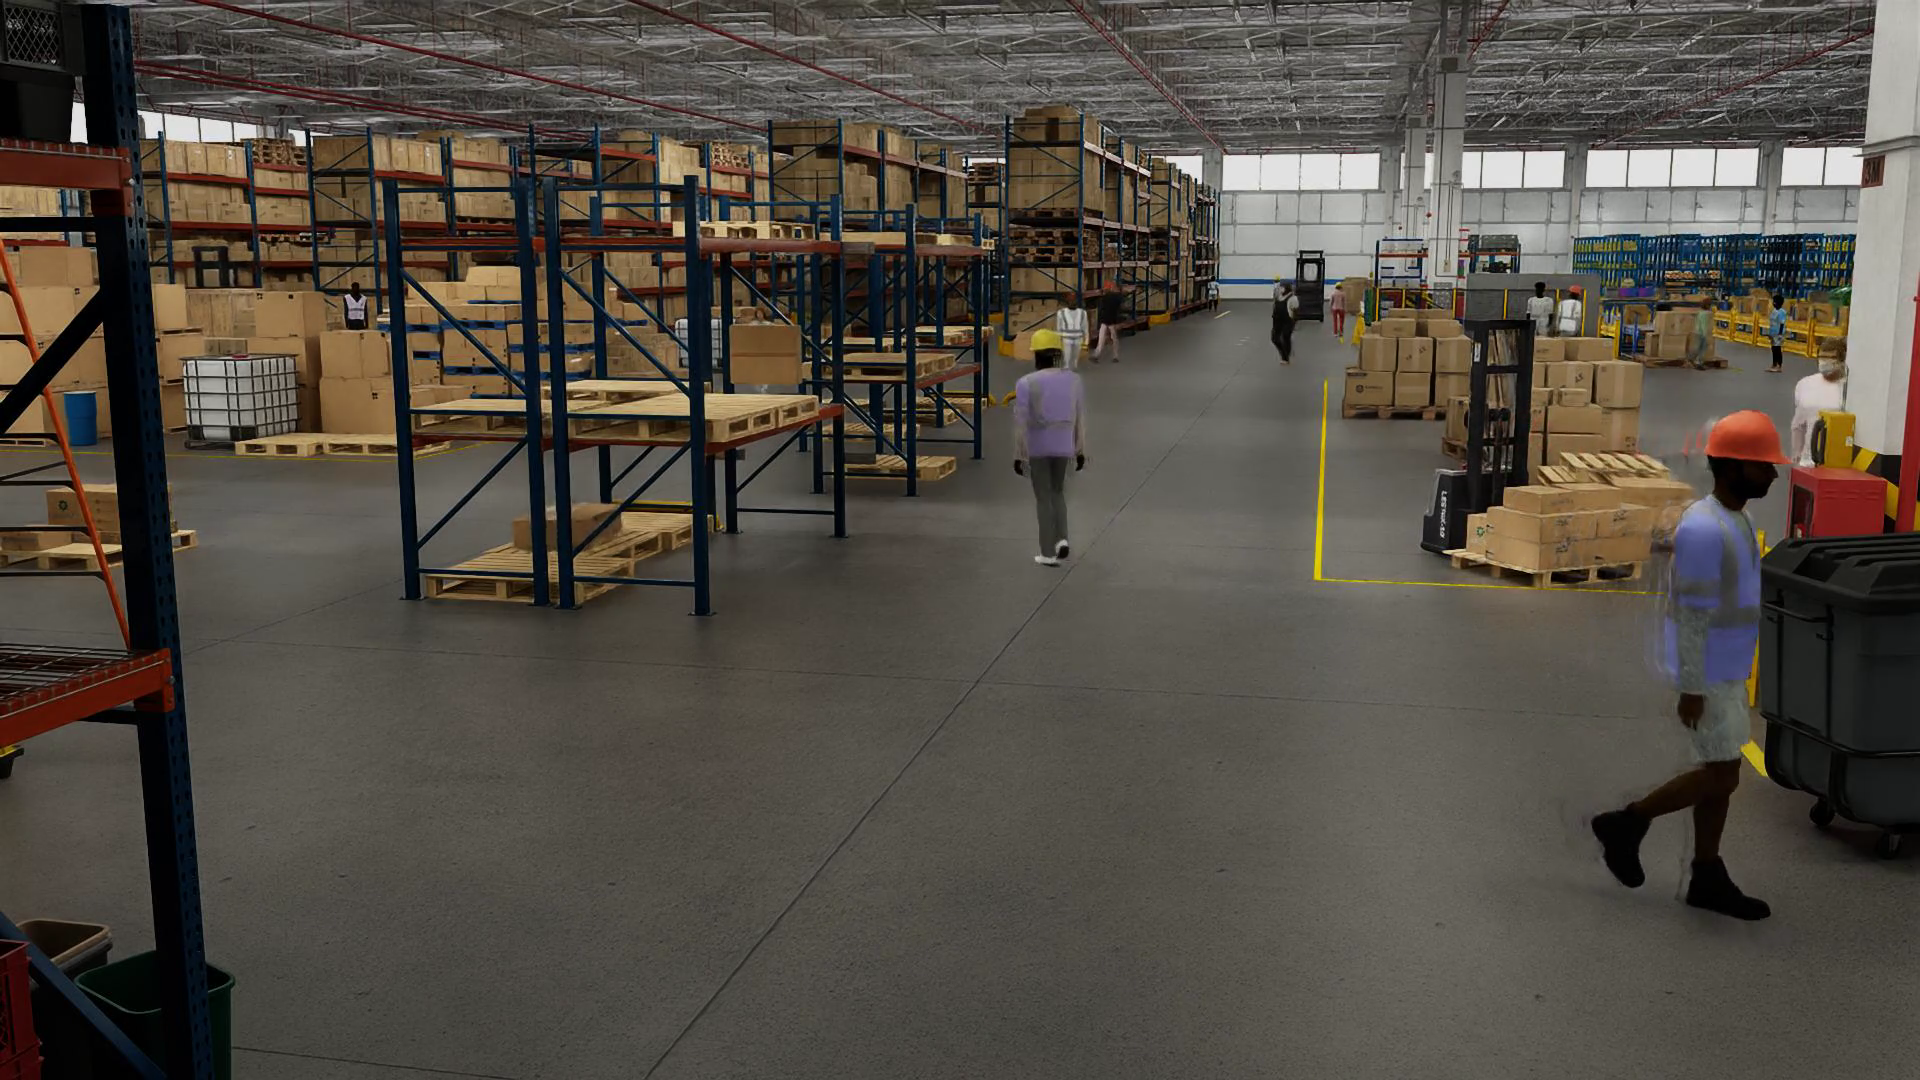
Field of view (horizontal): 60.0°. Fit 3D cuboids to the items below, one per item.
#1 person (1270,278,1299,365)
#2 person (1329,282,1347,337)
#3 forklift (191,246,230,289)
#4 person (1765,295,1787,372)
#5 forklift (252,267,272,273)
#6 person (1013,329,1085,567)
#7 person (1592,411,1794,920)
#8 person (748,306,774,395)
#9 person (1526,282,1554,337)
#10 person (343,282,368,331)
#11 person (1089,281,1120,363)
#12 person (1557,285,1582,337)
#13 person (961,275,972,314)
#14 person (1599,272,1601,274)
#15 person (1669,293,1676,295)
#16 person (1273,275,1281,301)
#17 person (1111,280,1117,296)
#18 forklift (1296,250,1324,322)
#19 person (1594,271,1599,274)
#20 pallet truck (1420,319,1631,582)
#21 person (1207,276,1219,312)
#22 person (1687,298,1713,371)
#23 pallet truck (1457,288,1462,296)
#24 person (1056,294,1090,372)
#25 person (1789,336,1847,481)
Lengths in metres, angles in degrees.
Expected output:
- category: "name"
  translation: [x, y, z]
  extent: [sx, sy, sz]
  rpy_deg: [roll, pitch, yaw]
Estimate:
- category: "person"
  translation: [7.604, -5.136, 39.101]
  extent: [0.536, 2.000, 0.707]
  rpy_deg: [-7, 12, -34]
- category: "person"
  translation: [12.070, -7.360, 53.107]
  extent: [0.553, 1.743, 0.668]
  rpy_deg: [3, 10, 15]
- category: "forklift"
  translation: [-20.303, -6.583, 45.190]
  extent: [1.129, 2.768, 1.873]
  rpy_deg: [2, 10, 12]
- category: "person"
  translation: [17.933, -4.521, 36.506]
  extent: [0.320, 1.693, 0.537]
  rpy_deg: [1, 10, 5]
- category: "forklift"
  translation: [-24.071, -8.655, 57.457]
  extent: [1.873, 2.768, 1.129]
  rpy_deg: [2, 10, 12]
- category: "person"
  translation: [0.698, -0.741, 13.423]
  extent: [0.599, 1.913, 0.423]
  rpy_deg: [-4, 10, -24]
- category: "person"
  translation: [2.789, 0.469, 6.256]
  extent: [0.545, 1.925, 0.571]
  rpy_deg: [8, 13, 40]
- category: "person"
  translation: [-3.606, -3.439, 30.267]
  extent: [0.533, 1.620, 0.376]
  rpy_deg: [0, 10, -2]
- category: "person"
  translation: [13.207, -4.905, 37.958]
  extent: [0.613, 1.961, 0.362]
  rpy_deg: [8, 12, 38]
- category: "person"
  translation: [-15.013, -5.451, 41.368]
  extent: [0.590, 1.910, 0.389]
  rpy_deg: [-8, 12, -38]
- category: "person"
  translation: [3.504, -5.170, 39.583]
  extent: [0.646, 1.936, 1.009]
  rpy_deg: [8, 13, 41]
- category: "person"
  translation: [13.570, -4.728, 37.097]
  extent: [0.508, 1.904, 0.563]
  rpy_deg: [-6, 11, -32]
- category: "person"
  translation: [0.386, -11.202, 75.816]
  extent: [0.599, 1.776, 0.983]
  rpy_deg: [2, 10, 14]
- category: "person"
  translation: [33.826, -13.310, 88.199]
  extent: [0.648, 1.810, 0.404]
  rpy_deg: [-6, 11, -32]
- category: "person"
  translation: [34.613, -12.043, 80.627]
  extent: [0.404, 1.829, 0.591]
  rpy_deg: [-4, 10, -23]
- category: "person"
  translation: [13.432, -10.282, 70.236]
  extent: [0.404, 1.825, 0.593]
  rpy_deg: [-7, 12, -35]
- category: "person"
  translation: [6.494, -10.482, 71.063]
  extent: [0.544, 1.939, 0.354]
  rpy_deg: [-4, 10, -22]
- category: "forklift"
  translation: [13.778, -10.002, 65.433]
  extent: [1.129, 2.768, 1.873]
  rpy_deg: [2, 10, 12]
- category: "person"
  translation: [30.331, -11.912, 79.671]
  extent: [0.675, 1.891, 0.820]
  rpy_deg: [9, 13, 44]
- category: "pallet truck"
  translation: [4.543, -0.757, 13.299]
  extent: [0.823, 1.965, 1.885]
  rpy_deg: [-4, 10, -22]
- category: "person"
  translation: [11.907, -11.578, 78.265]
  extent: [0.541, 1.696, 0.315]
  rpy_deg: [0, 10, 2]
- category: "person"
  translation: [16.499, -4.570, 36.989]
  extent: [0.401, 1.615, 0.525]
  rpy_deg: [4, 10, 21]
- category: "pallet truck"
  translation: [20.506, -9.785, 68.819]
  extent: [0.653, 1.274, 1.630]
  rpy_deg: [2, 10, 12]
- category: "person"
  translation: [2.112, -3.649, 30.905]
  extent: [0.583, 1.827, 0.990]
  rpy_deg: [-2, 10, -12]
- category: "person"
  translation: [6.584, -0.578, 12.488]
  extent: [0.666, 1.918, 0.643]
  rpy_deg: [-5, 11, -28]
